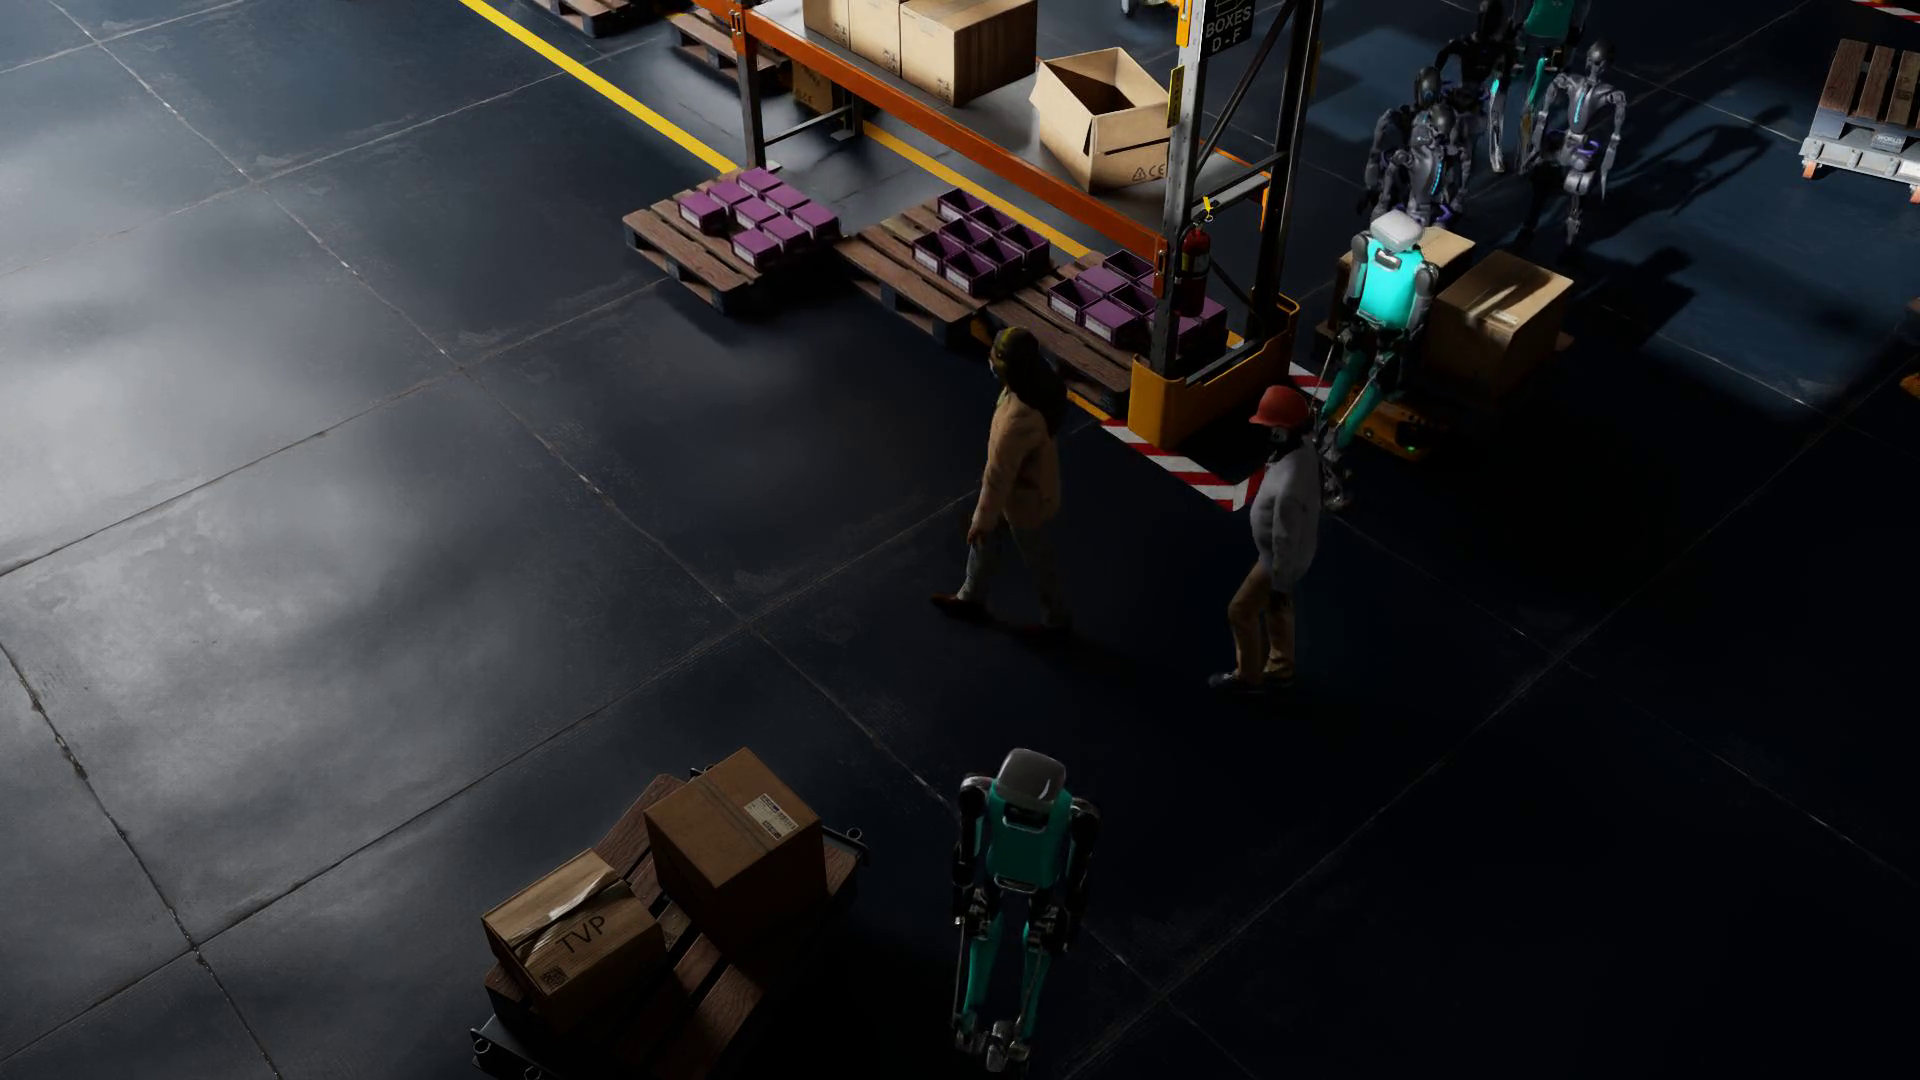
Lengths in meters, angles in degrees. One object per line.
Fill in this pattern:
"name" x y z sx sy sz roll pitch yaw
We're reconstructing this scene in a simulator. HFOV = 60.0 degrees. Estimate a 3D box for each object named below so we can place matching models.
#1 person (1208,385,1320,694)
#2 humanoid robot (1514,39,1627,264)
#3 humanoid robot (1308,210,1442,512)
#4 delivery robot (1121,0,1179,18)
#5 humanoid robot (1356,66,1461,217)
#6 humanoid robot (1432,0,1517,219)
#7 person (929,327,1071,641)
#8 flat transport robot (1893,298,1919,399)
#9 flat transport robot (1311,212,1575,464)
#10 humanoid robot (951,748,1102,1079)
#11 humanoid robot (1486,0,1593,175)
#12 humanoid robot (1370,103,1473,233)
"person" 1.478 0.039 7.983 0.530 1.707 0.634 9 43 9
"humanoid robot" 3.919 -2.436 10.753 0.586 1.635 0.743 27 49 26
"humanoid robot" 2.089 -0.875 8.968 0.692 1.805 0.530 -30 50 -28
"delivery robot" 1.583 -4.796 14.106 0.499 0.603 0.782 -9 43 -10
"humanoid robot" 2.835 -2.278 10.542 0.599 1.632 0.462 1 43 1
"humanoid robot" 3.350 -2.860 11.173 0.608 1.640 0.308 -2 43 -3
"person" 0.193 -0.230 8.181 0.884 1.835 0.580 3 43 3
"flat transport robot" 6.557 -1.025 10.209 1.431 0.231 0.659 -19 46 -20
"flat transport robot" 2.901 -1.000 10.182 0.659 0.231 1.431 32 52 30
"humanoid robot" 0.168 1.650 6.288 0.553 1.883 0.802 10 44 11
"humanoid robot" 4.021 -3.387 11.739 0.554 1.847 0.691 3 43 3
"humanoid robot" 2.742 -1.889 10.109 0.609 1.654 0.357 -6 43 -6
